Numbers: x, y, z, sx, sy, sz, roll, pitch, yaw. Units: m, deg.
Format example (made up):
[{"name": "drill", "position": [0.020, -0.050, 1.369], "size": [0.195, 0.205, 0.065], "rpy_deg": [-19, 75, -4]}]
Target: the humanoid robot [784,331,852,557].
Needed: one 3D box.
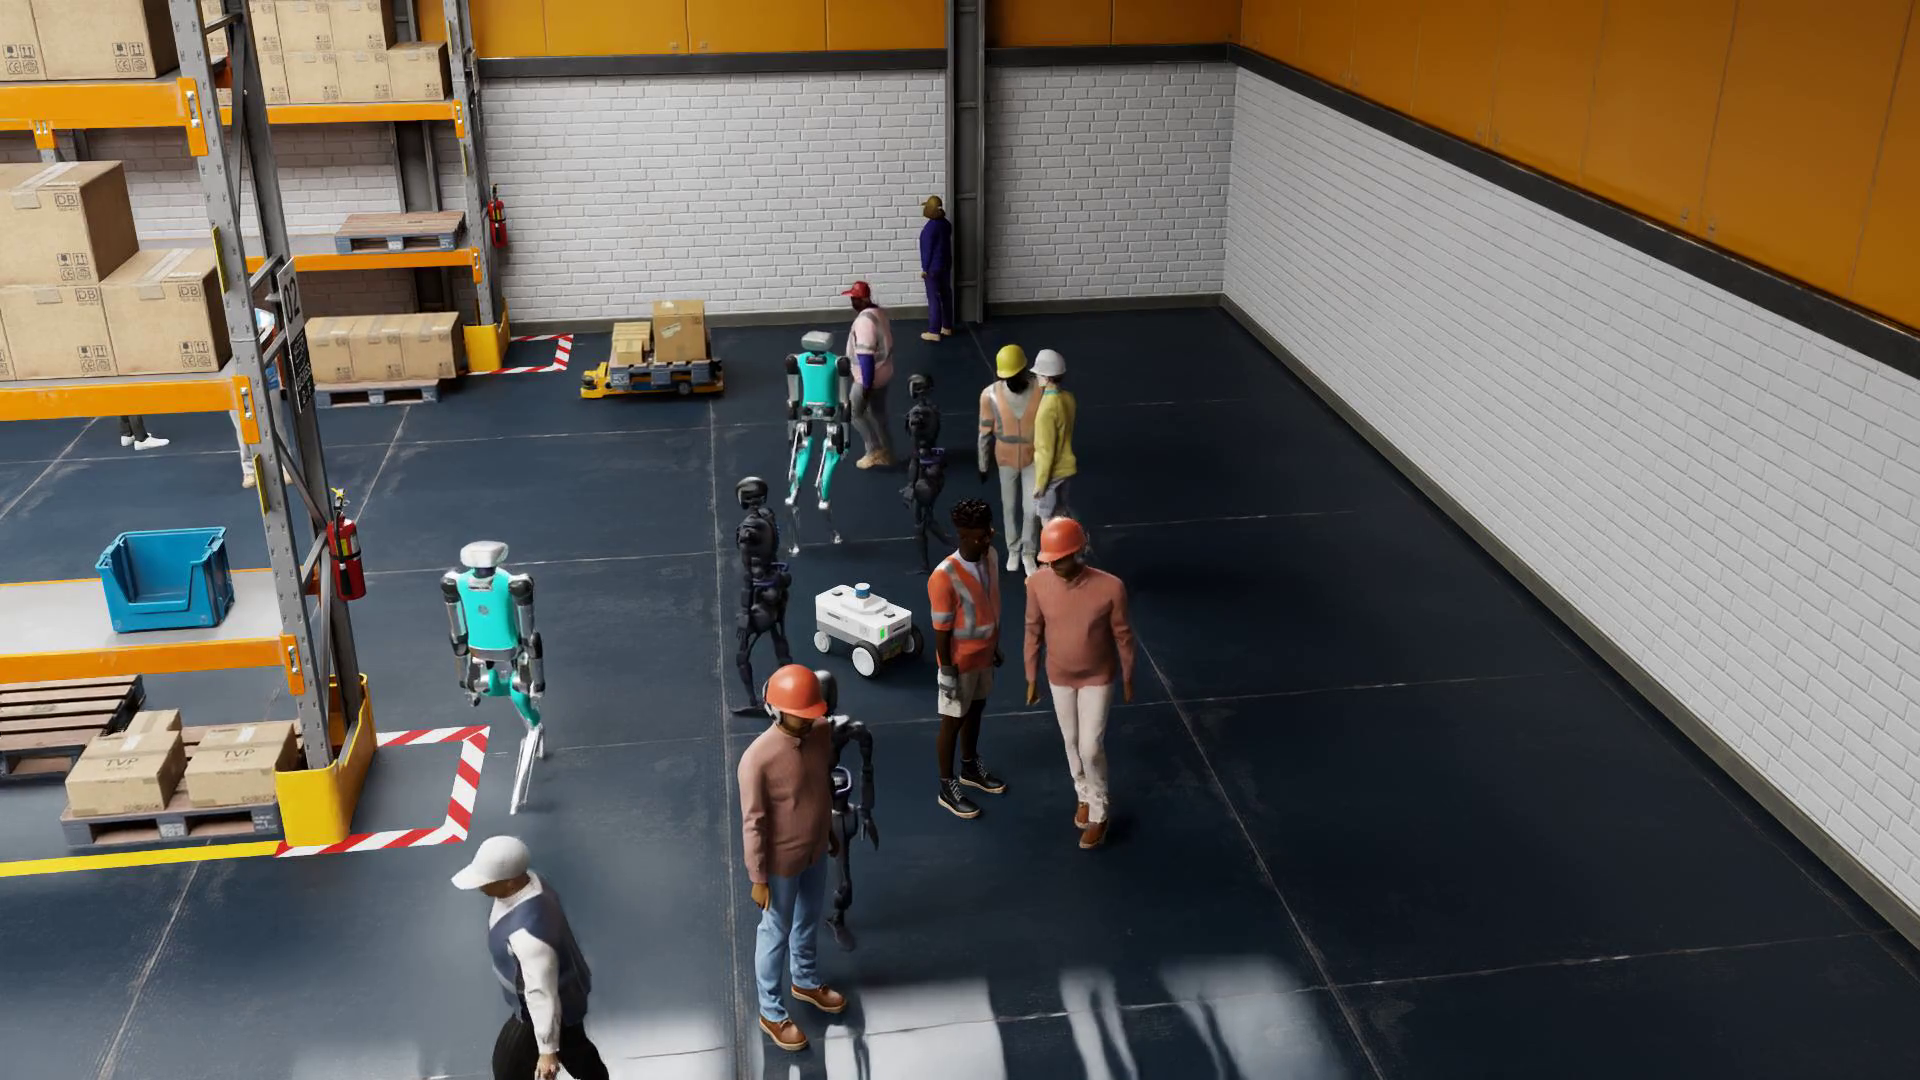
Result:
[{"name": "humanoid robot", "position": [-1.157, -0.691, 13.206], "size": [0.530, 1.802, 0.800], "rpy_deg": [3, 24, 6]}]

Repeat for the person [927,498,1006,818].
[{"name": "person", "position": [0.059, 0.668, 9.765], "size": [0.367, 1.966, 0.602], "rpy_deg": [14, 28, 30]}]

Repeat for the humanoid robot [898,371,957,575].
[{"name": "humanoid robot", "position": [-0.215, -0.497, 12.799], "size": [0.444, 1.648, 0.583], "rpy_deg": [6, 24, 13]}]

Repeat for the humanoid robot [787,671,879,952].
[{"name": "humanoid robot", "position": [-0.725, 1.375, 8.513], "size": [0.599, 1.638, 0.407], "rpy_deg": [-4, 24, -9]}]

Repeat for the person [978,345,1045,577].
[{"name": "person", "position": [0.440, -0.604, 12.756], "size": [0.614, 1.888, 0.600], "rpy_deg": [1, 24, 3]}]

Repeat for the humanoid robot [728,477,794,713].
[{"name": "humanoid robot", "position": [-1.270, 0.366, 10.827], "size": [0.501, 1.650, 0.596], "rpy_deg": [6, 24, 13]}]

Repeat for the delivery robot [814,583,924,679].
[{"name": "delivery robot", "position": [-0.661, 0.608, 11.680], "size": [0.811, 0.613, 0.499], "rpy_deg": [20, 30, 37]}]

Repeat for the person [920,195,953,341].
[{"name": "person", "position": [-0.286, -3.062, 18.681], "size": [0.349, 1.622, 0.466], "rpy_deg": [15, 28, 31]}]

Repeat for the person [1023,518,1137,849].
[{"name": "person", "position": [0.636, 0.817, 9.439], "size": [0.640, 1.957, 0.702], "rpy_deg": [10, 26, 21]}]

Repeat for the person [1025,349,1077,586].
[{"name": "person", "position": [0.699, -0.523, 12.575], "size": [0.401, 1.887, 0.486], "rpy_deg": [13, 27, 26]}]

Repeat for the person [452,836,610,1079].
[{"name": "person", "position": [-1.889, 1.973, 7.093], "size": [0.800, 1.718, 0.760], "rpy_deg": [-4, 24, -10]}]

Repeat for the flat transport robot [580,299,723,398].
[{"name": "flat transport robot", "position": [-3.183, -1.687, 17.240], "size": [1.431, 0.231, 0.659], "rpy_deg": [-3, 24, -7]}]

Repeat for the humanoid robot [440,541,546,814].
[{"name": "humanoid robot", "position": [-2.654, 0.703, 10.009], "size": [0.531, 1.773, 0.960], "rpy_deg": [2, 24, 5]}]

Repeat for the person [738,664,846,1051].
[{"name": "person", "position": [-0.773, 1.476, 7.893], "size": [0.398, 1.989, 0.622], "rpy_deg": [15, 28, 30]}]

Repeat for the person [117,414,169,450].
[{"name": "person", "position": [-7.765, -1.762, 15.419], "size": [0.517, 1.873, 0.335], "rpy_deg": [19, 30, 36]}]

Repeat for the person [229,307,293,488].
[{"name": "person", "position": [-6.183, -1.346, 14.517], "size": [0.624, 1.838, 0.430], "rpy_deg": [-7, 25, -15]}]

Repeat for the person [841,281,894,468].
[{"name": "person", "position": [-0.833, -1.456, 14.899], "size": [0.464, 1.732, 0.653], "rpy_deg": [5, 24, 11]}]
